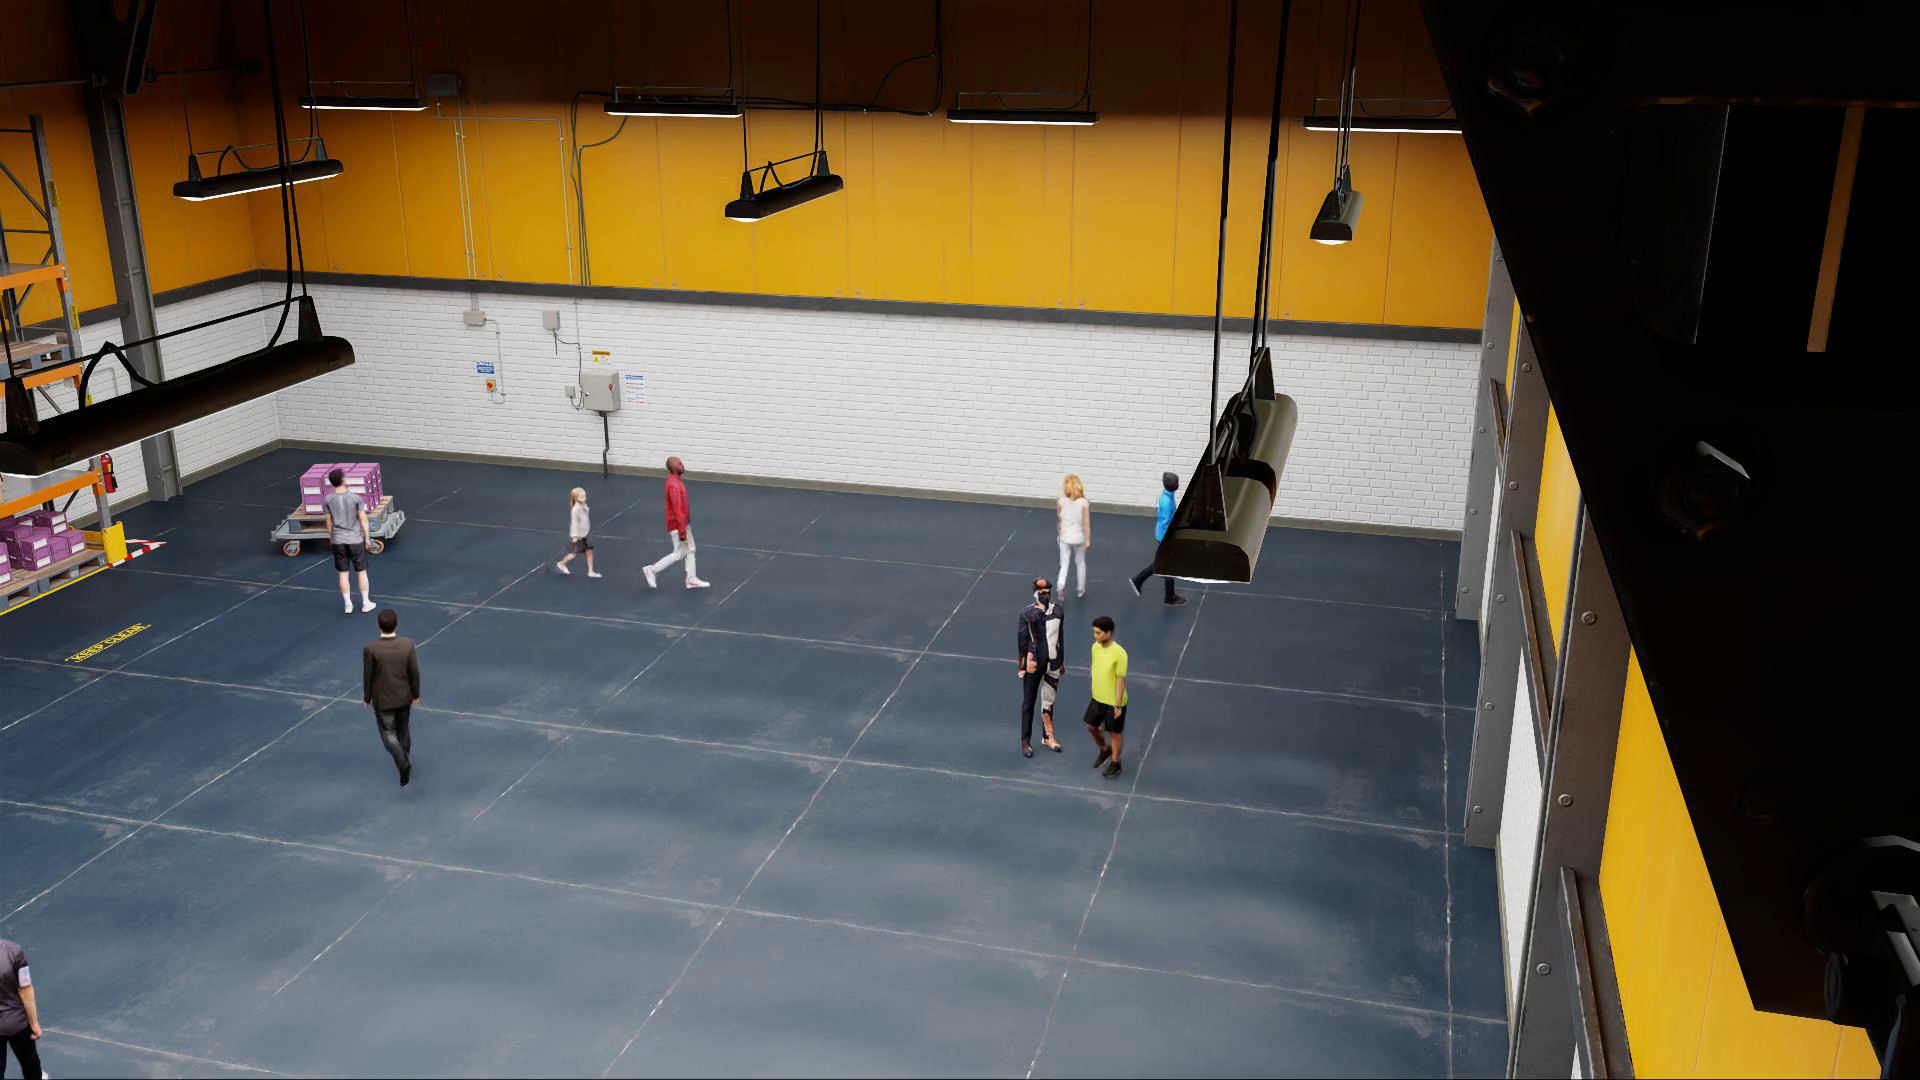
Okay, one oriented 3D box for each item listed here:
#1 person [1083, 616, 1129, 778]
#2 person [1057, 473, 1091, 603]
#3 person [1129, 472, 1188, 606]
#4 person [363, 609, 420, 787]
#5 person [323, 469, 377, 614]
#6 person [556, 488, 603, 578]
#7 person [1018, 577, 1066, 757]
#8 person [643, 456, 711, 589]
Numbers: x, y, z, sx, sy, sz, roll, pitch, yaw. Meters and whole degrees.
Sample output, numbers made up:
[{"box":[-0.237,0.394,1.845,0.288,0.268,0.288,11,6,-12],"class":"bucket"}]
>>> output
[{"box":[1.541,1.537,16.645,0.775,1.694,0.802,16,25,40],"class":"person"},{"box":[1.404,-0.012,21.304,0.622,1.655,0.896,5,19,16],"class":"person"},{"box":[2.529,-0.013,21.112,0.807,1.779,0.961,2,19,5],"class":"person"},{"box":[-5.584,1.568,16.406,1.038,1.786,1.076,-12,22,-32],"class":"person"},{"box":[-7.698,0.009,20.899,0.722,1.873,0.683,-2,19,-5],"class":"person"},{"box":[-5.119,-0.089,22.166,0.630,1.251,0.803,7,20,19],"class":"person"},{"box":[0.832,1.278,17.102,0.770,1.893,0.800,-8,20,-21],"class":"person"},{"box":[-3.741,-0.196,21.625,0.959,1.799,1.108,-2,19,-6],"class":"person"}]
